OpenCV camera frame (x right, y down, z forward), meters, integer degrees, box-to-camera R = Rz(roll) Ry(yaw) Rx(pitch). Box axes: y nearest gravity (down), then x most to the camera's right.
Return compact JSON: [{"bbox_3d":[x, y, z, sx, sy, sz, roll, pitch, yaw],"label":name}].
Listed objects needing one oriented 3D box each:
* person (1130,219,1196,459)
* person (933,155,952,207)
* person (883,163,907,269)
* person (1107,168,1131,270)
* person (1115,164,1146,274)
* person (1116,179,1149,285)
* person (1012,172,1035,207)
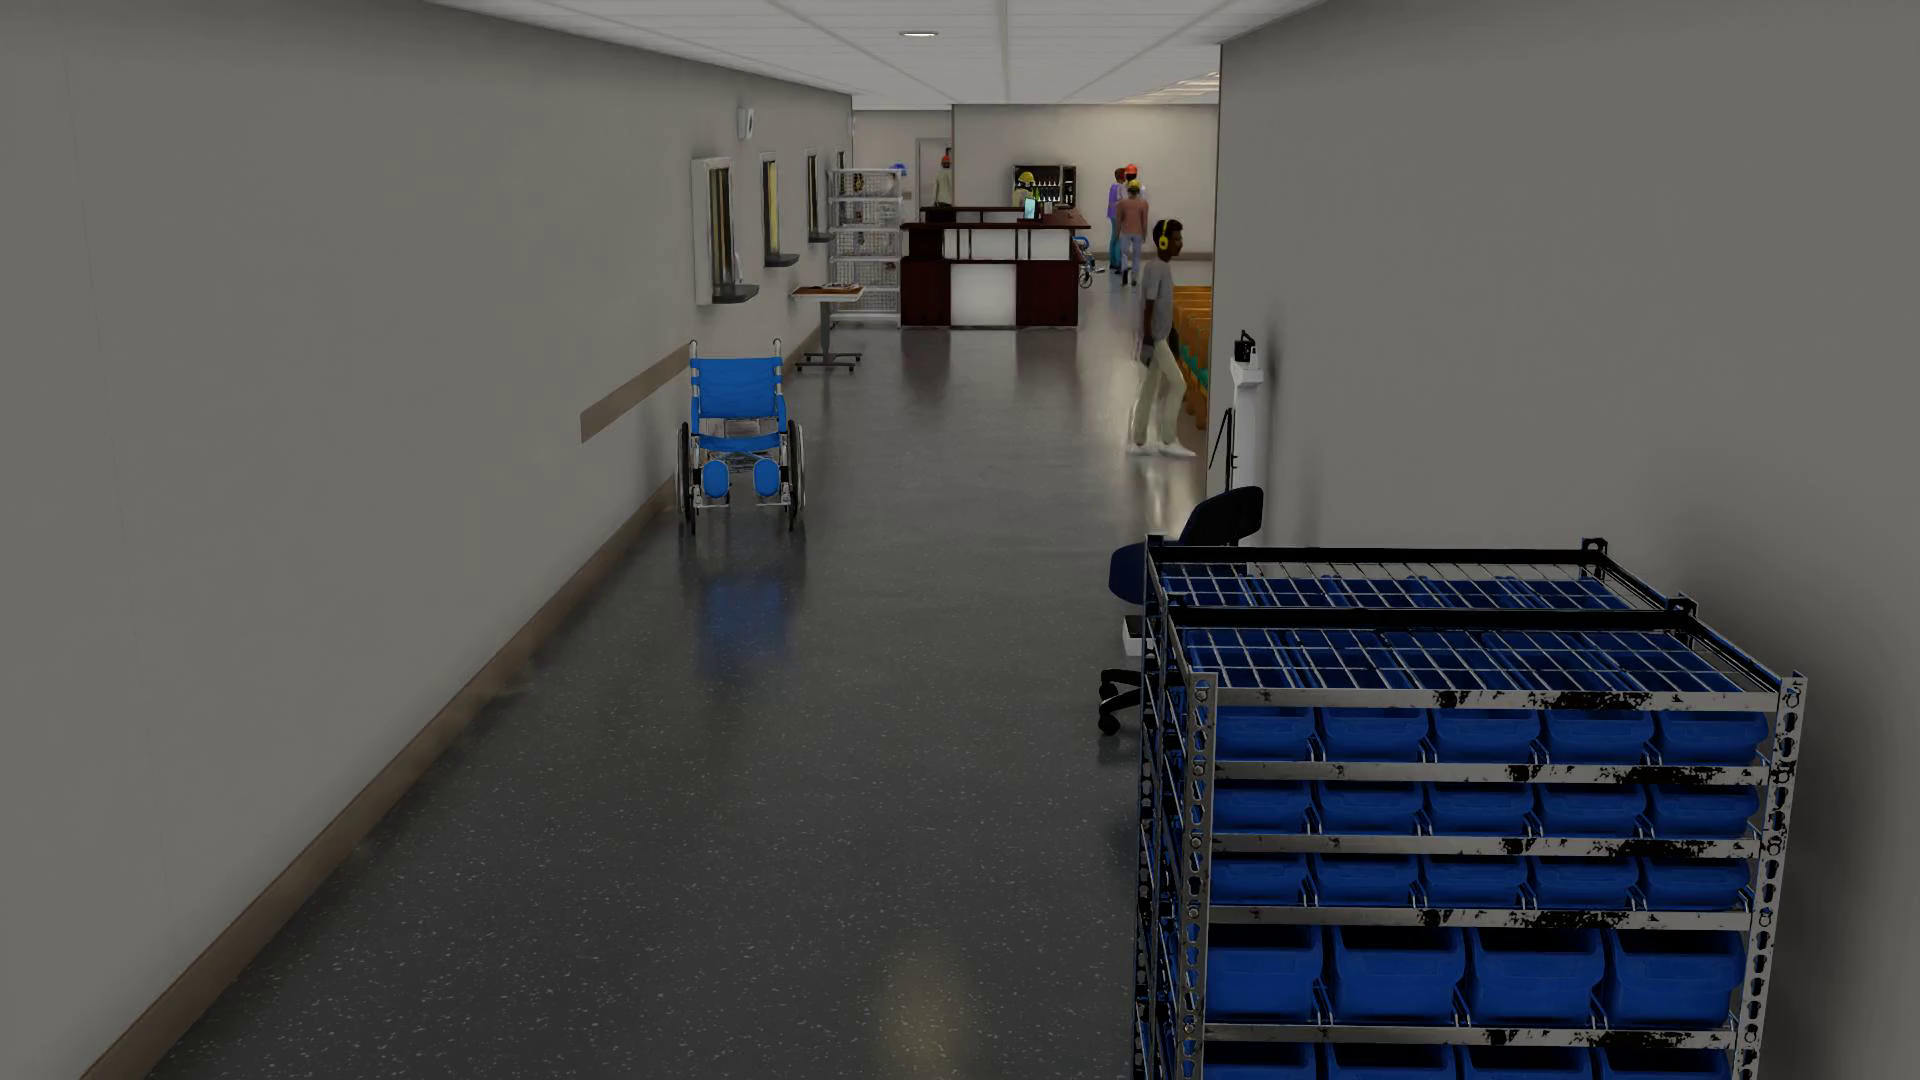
[{"bbox_3d":[1.641,-1.545,12.888,0.672,1.847,0.563,3,14,11],"label":"person"},{"bbox_3d":[-0.294,-7.594,37.174,0.630,1.974,0.430,1,14,4],"label":"person"},{"bbox_3d":[-1.183,-5.958,30.657,0.484,1.913,0.657,-6,15,-23],"label":"person"},{"bbox_3d":[2.913,-5.900,30.569,0.390,1.850,0.565,-5,15,-18],"label":"person"},{"bbox_3d":[3.007,-5.674,29.458,0.545,1.942,0.351,6,15,22],"label":"person"},{"bbox_3d":[2.813,-5.028,27.245,0.532,1.742,0.668,2,14,8],"label":"person"},{"bbox_3d":[1.109,-5.411,28.645,0.403,1.824,0.595,-7,15,-26],"label":"person"}]
